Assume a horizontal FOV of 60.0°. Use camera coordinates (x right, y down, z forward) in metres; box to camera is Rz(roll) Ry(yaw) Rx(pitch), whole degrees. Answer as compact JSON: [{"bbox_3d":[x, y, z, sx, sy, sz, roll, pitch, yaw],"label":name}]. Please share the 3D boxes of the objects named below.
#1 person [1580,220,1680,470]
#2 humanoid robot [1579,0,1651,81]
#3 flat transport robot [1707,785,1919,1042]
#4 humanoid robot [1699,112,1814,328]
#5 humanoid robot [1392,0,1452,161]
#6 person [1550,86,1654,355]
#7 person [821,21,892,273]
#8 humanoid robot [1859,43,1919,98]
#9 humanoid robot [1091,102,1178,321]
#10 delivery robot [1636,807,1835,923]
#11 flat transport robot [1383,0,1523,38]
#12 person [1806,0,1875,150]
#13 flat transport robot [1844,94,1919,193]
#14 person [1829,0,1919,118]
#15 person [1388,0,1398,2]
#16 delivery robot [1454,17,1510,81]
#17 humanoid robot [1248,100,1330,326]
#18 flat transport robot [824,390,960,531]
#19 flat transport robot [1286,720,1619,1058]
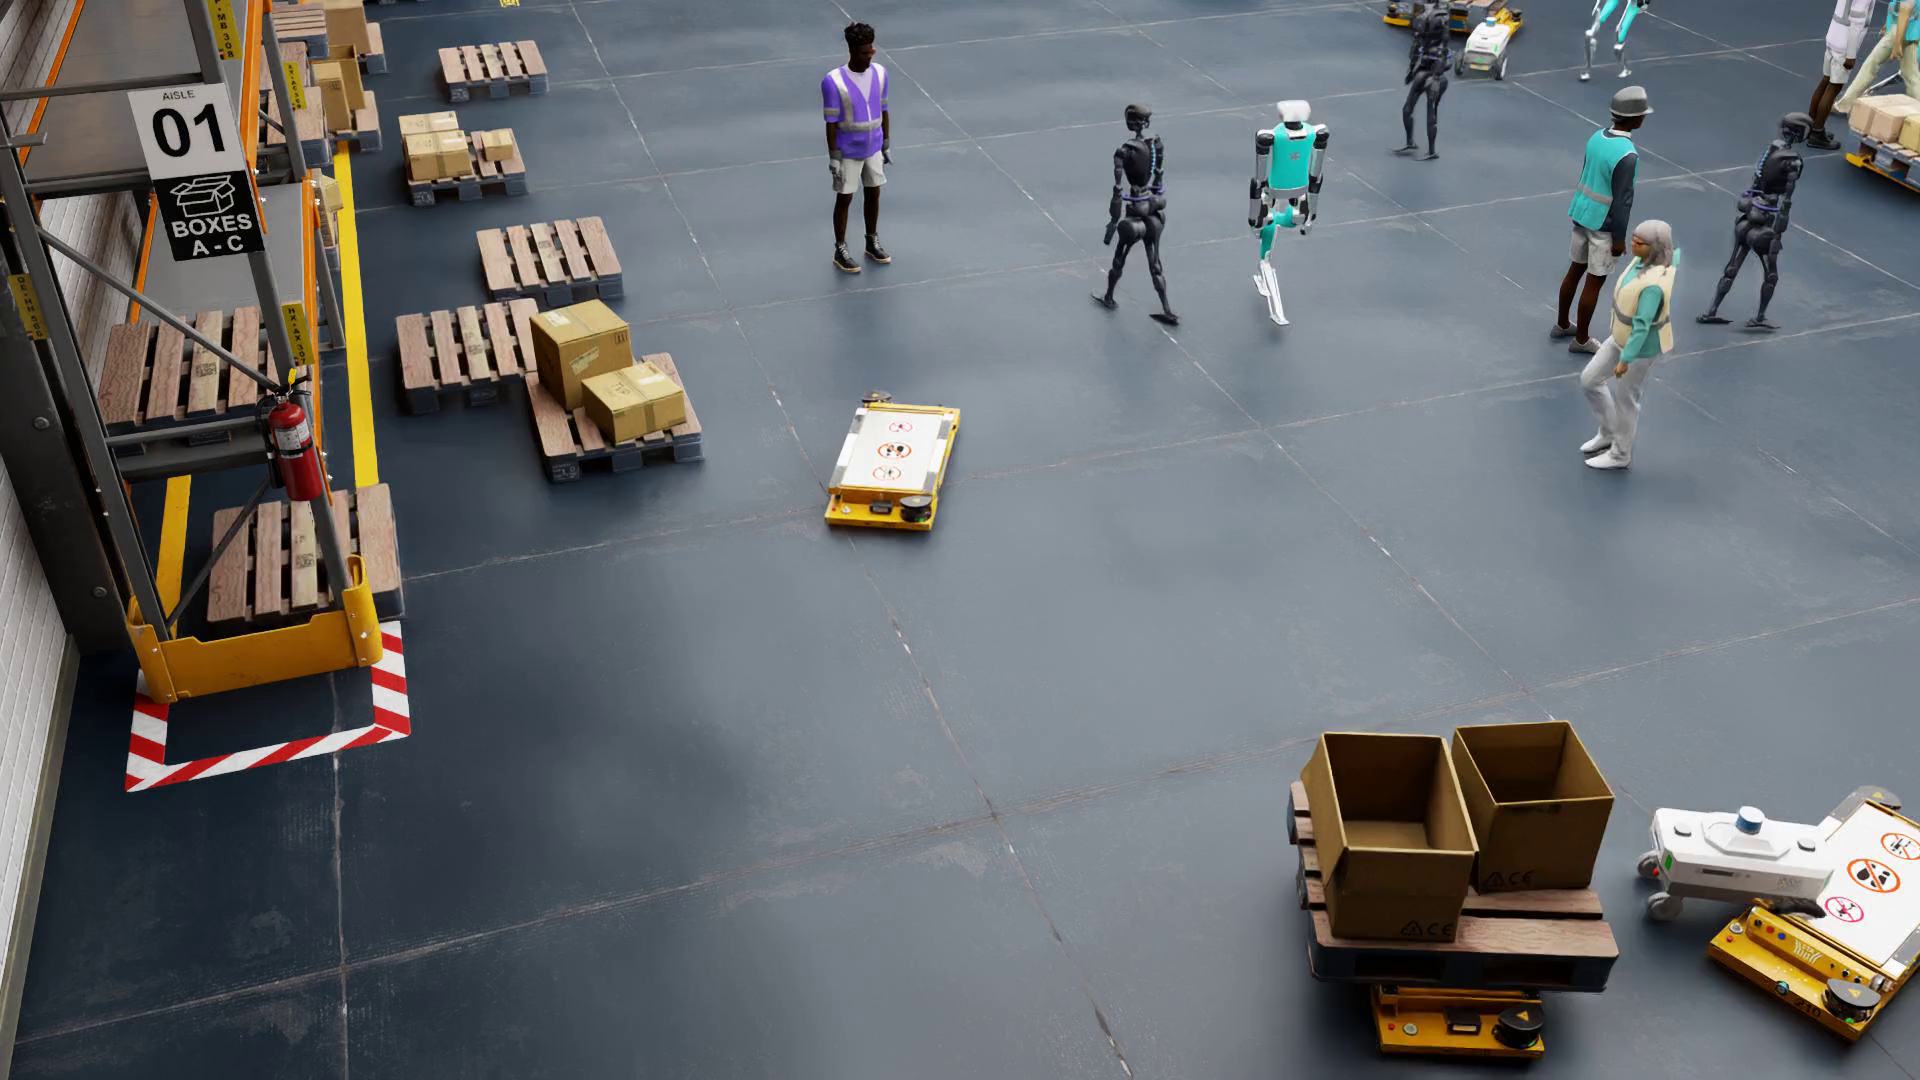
[{"bbox_3d":[4.175,-1.193,10.370,0.451,1.692,0.507,3,33,4],"label":"person"},{"bbox_3d":[6.772,-5.557,17.065,0.558,1.786,0.875,26,41,34],"label":"humanoid robot"},{"bbox_3d":[3.996,1.613,7.384,1.431,0.231,0.659,-26,41,-33],"label":"flat transport robot"},{"bbox_3d":[5.909,-2.336,12.163,0.630,1.640,0.608,1,33,1],"label":"humanoid robot"},{"bbox_3d":[4.292,-4.273,15.132,0.410,1.646,0.588,-9,34,-13],"label":"humanoid robot"},{"bbox_3d":[4.532,-2.258,11.793,0.418,1.940,0.552,-6,34,-10],"label":"person"},{"bbox_3d":[-0.789,-3.082,13.046,0.606,1.958,0.367,-22,39,-30],"label":"person"},{"bbox_3d":[9.413,-5.048,16.291,0.897,1.781,0.585,24,40,32],"label":"humanoid robot"},{"bbox_3d":[1.335,-2.428,12.337,0.753,1.614,0.588,28,42,36],"label":"humanoid robot"},{"bbox_3d":[3.457,1.433,7.379,0.747,0.572,0.499,6,34,9],"label":"delivery robot"},{"bbox_3d":[5.649,-5.994,19.052,1.431,0.231,0.659,17,37,24],"label":"flat transport robot"},{"bbox_3d":[8.220,-4.593,15.383,0.384,1.931,0.541,7,34,10],"label":"person"},{"bbox_3d":[8.705,-3.266,14.868,0.659,0.231,1.431,-8,34,-12],"label":"flat transport robot"},{"bbox_3d":[8.979,-4.830,15.878,0.575,1.788,1.008,-26,41,-33],"label":"person"},{"bbox_3d":[5.383,-7.179,19.583,0.457,1.659,0.505,16,36,23],"label":"person"},{"bbox_3d":[5.574,-5.221,17.596,0.499,0.587,0.769,15,36,21],"label":"delivery robot"},{"bbox_3d":[2.321,-2.491,12.344,0.552,1.734,1.013,-5,33,-7],"label":"humanoid robot"},{"bbox_3d":[-0.412,-0.520,10.656,0.659,0.231,1.431,4,33,6],"label":"flat transport robot"},{"bbox_3d":[2.073,1.651,7.327,0.659,0.231,1.431,2,33,2],"label":"flat transport robot"}]
